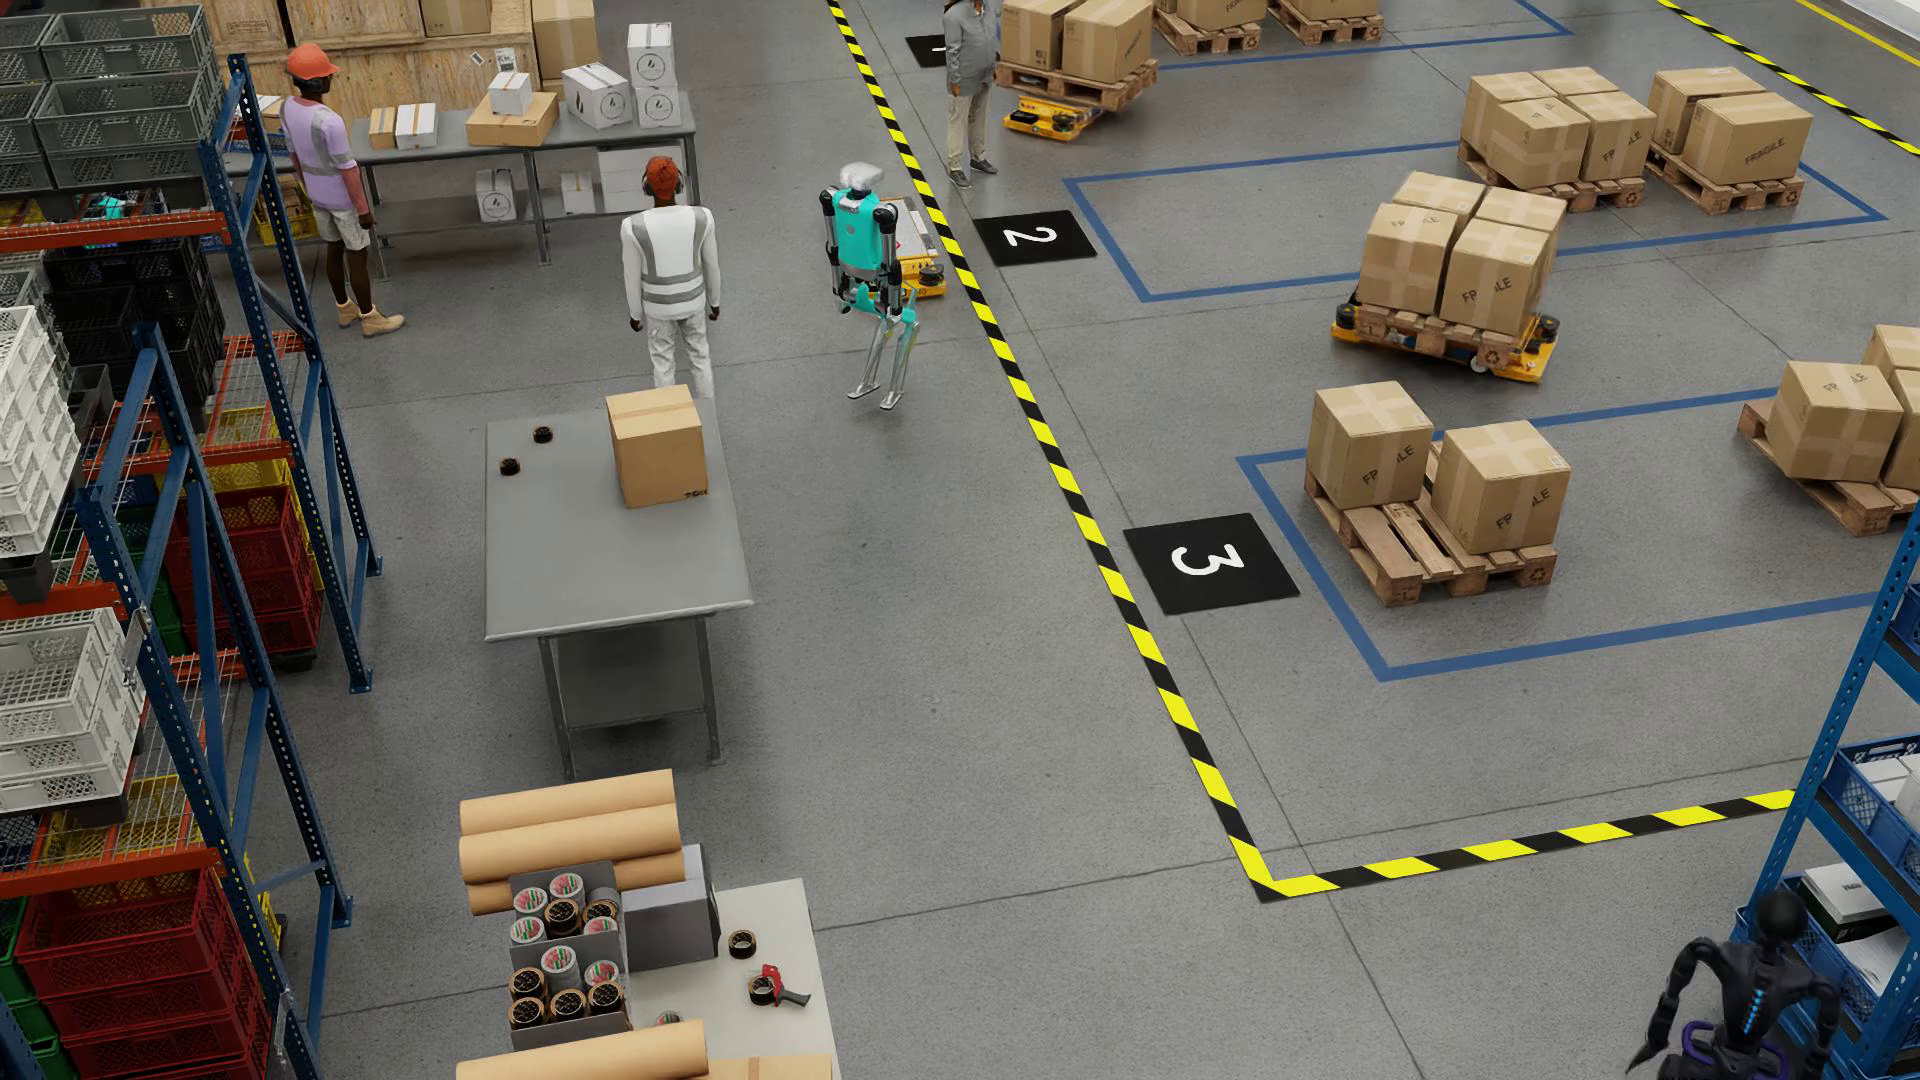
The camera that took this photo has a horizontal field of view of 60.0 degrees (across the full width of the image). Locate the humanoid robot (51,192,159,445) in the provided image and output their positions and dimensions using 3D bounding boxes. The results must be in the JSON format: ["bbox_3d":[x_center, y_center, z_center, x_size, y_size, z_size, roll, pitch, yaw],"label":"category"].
[{"bbox_3d":[-5.075,-1.309,9.999,0.530,1.690,0.741,-5,37,-6],"label":"humanoid robot"}]

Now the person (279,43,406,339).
[{"bbox_3d":[-4.188,-2.337,11.210,0.615,2.041,0.376,24,43,29],"label":"person"}]

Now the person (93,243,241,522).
[{"bbox_3d":[-4.353,-0.803,9.228,0.399,1.947,0.604,-20,41,-25],"label":"person"}]

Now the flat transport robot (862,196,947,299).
[{"bbox_3d":[-0.570,-2.220,12.538,0.659,0.231,1.431,-8,37,-10],"label":"flat transport robot"}]

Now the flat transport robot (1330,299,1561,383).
[{"bbox_3d":[3.364,-1.478,11.517,1.431,0.197,0.652,17,40,22],"label":"flat transport robot"}]

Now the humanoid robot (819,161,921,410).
[{"bbox_3d":[-0.473,-1.634,10.410,0.533,1.674,0.735,22,42,26],"label":"humanoid robot"}]

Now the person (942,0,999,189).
[{"bbox_3d":[0.080,-3.732,13.311,0.395,1.769,0.564,27,44,31],"label":"person"}]

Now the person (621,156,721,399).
[{"bbox_3d":[-1.733,-1.436,10.138,0.580,1.879,0.360,-14,39,-18],"label":"person"}]

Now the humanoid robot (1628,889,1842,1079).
[{"bbox_3d":[2.680,1.909,5.813,0.599,1.646,0.443,18,40,22],"label":"humanoid robot"}]

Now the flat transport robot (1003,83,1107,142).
[{"bbox_3d":[1.014,-3.954,14.844,0.652,0.197,1.431,20,41,24],"label":"flat transport robot"}]
